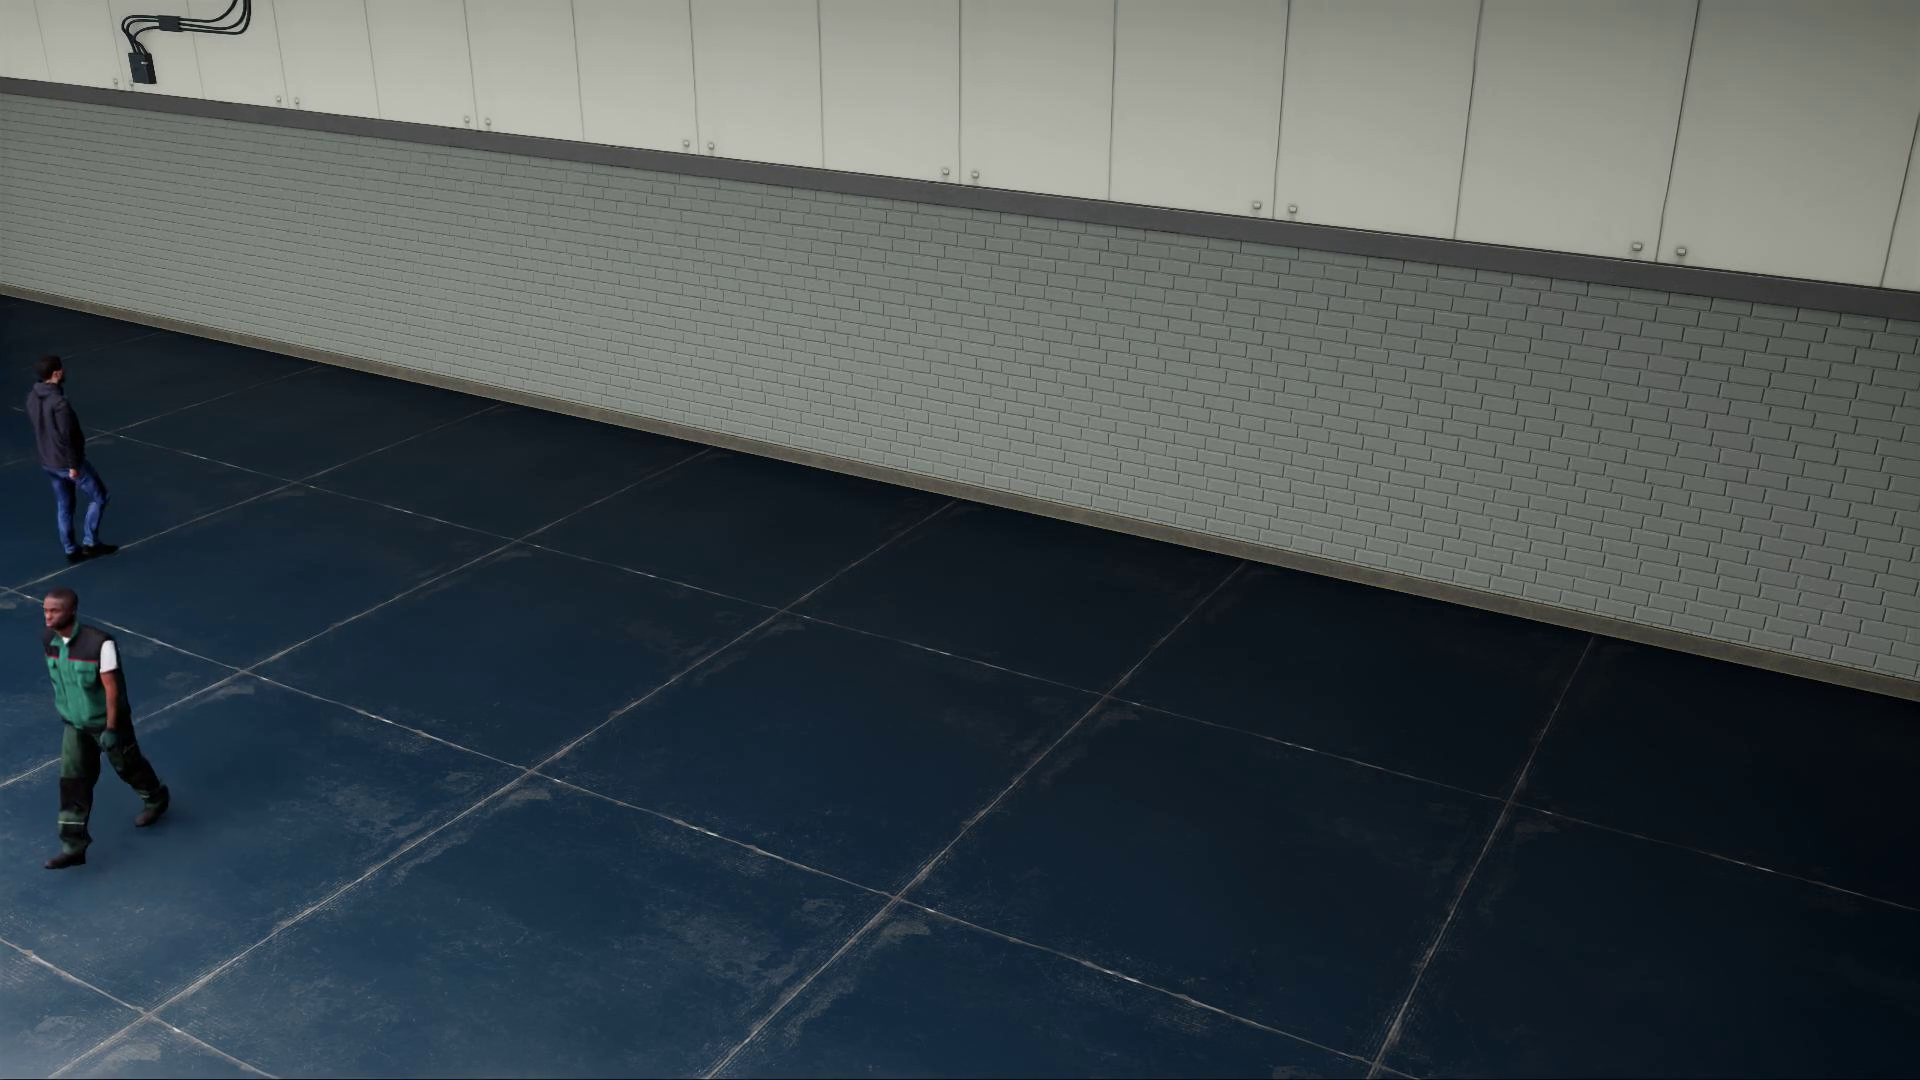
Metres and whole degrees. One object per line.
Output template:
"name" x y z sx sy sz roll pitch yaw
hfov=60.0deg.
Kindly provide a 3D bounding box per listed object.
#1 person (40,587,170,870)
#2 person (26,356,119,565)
"person" -5.358 1.110 10.468 0.921 1.784 1.269 5 24 12
"person" -7.901 -0.664 14.517 0.690 1.878 0.633 11 25 24
